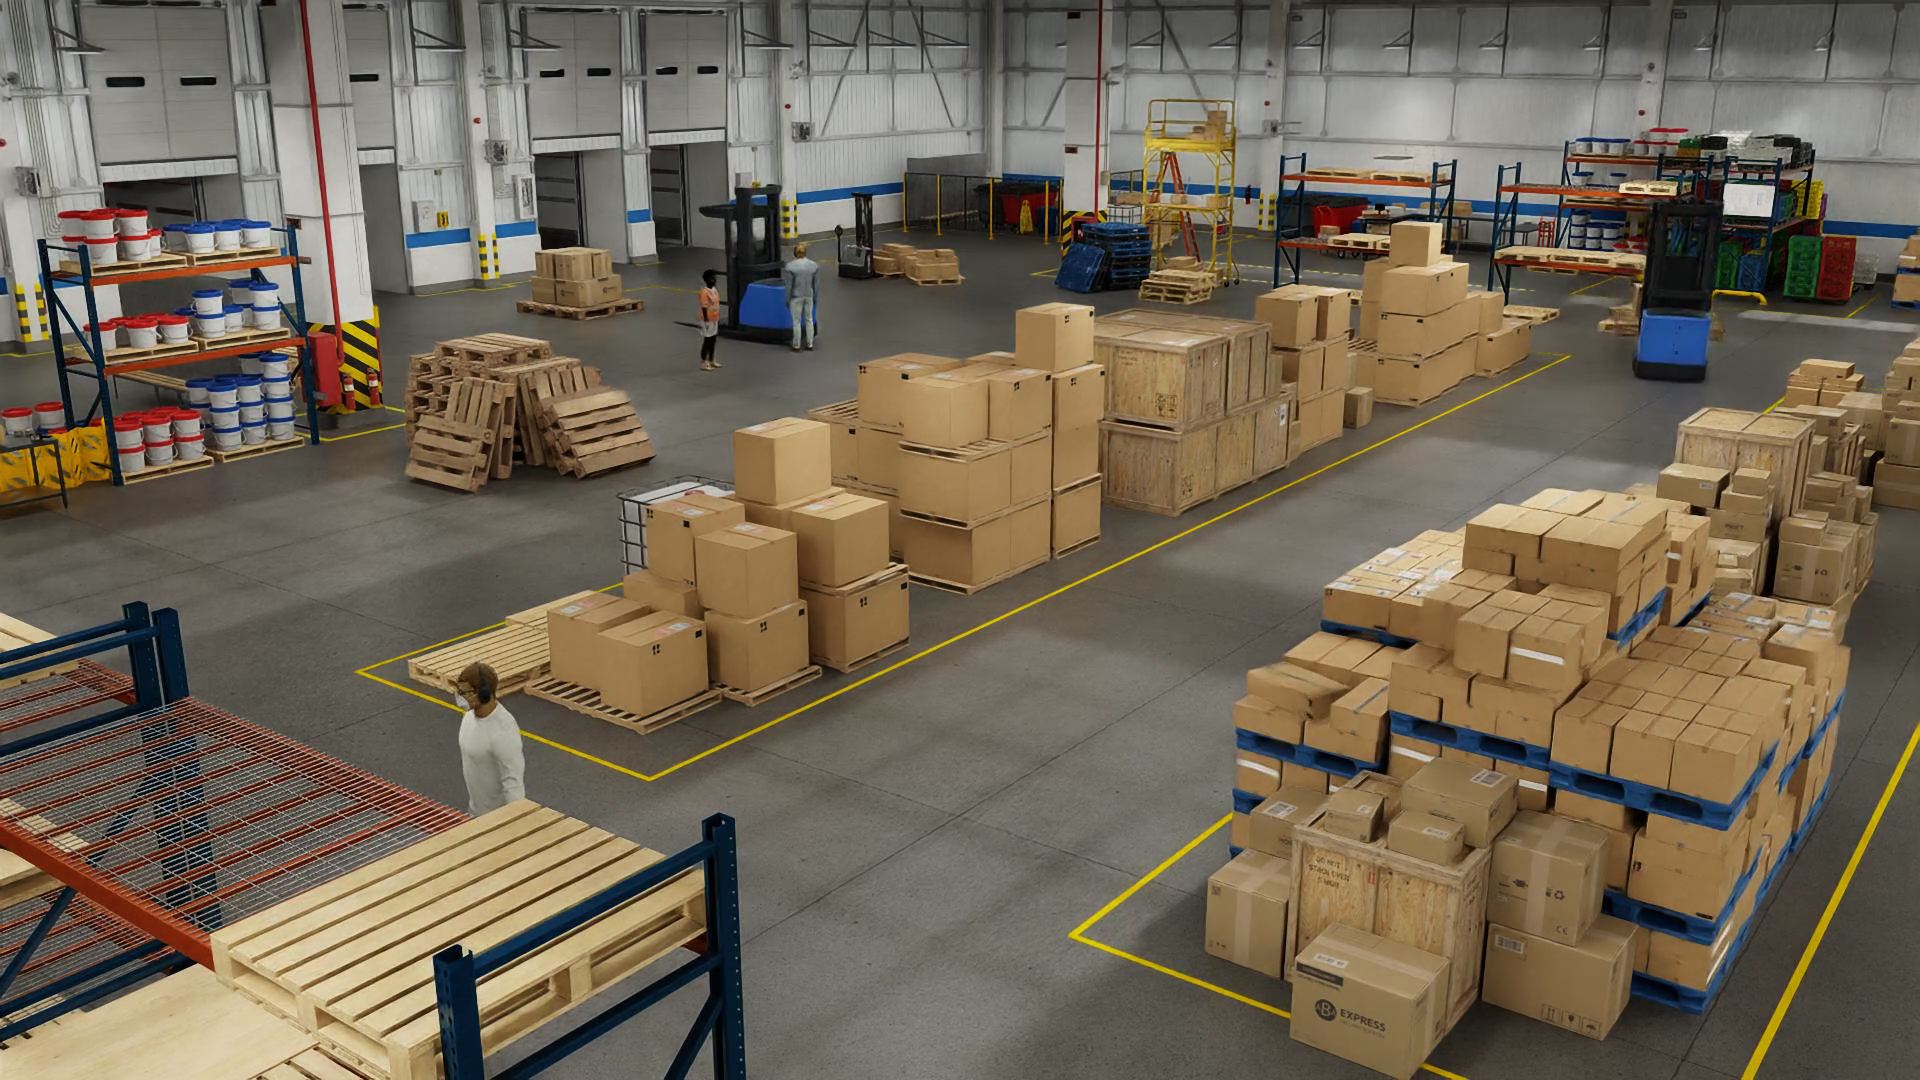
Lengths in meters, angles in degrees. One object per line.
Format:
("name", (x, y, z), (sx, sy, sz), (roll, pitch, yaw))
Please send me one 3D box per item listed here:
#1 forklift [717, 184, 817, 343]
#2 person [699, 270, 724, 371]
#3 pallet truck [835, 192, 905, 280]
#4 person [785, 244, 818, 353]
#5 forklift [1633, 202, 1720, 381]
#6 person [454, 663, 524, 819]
("forklift", (-3.698, -5.178, 30.919), (1.873, 2.768, 1.129), (12, 21, 35))
("person", (-4.215, -3.713, 28.103), (0.348, 1.692, 0.564), (4, 17, 12))
("pallet truck", (-1.936, -7.159, 38.982), (1.885, 1.965, 0.823), (-12, 21, -34))
("person", (-2.821, -4.307, 29.660), (0.636, 1.931, 0.377), (-9, 19, -28))
("forklift", (11.926, -4.173, 27.594), (1.129, 2.768, 1.873), (6, 18, 20))
("person", (-2.787, 1.647, 9.941), (0.359, 1.935, 0.656), (-12, 21, -35))
